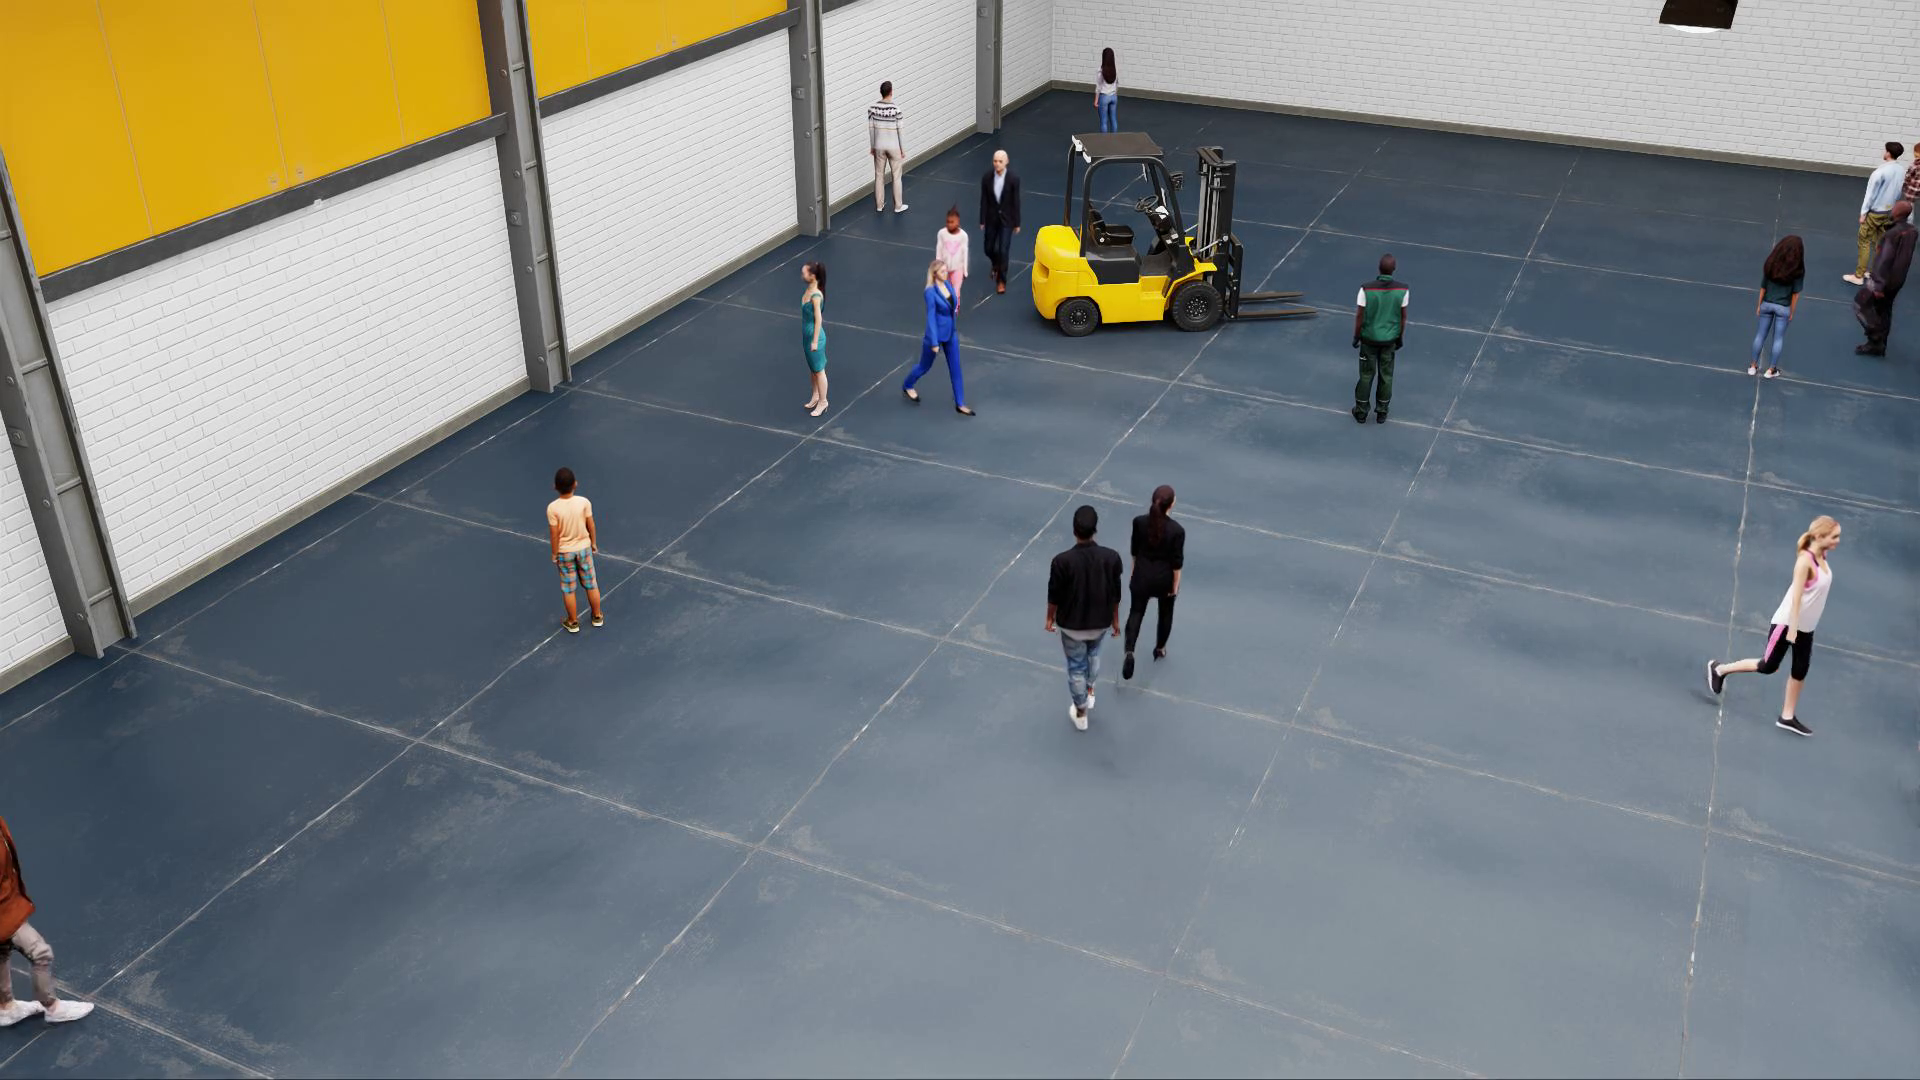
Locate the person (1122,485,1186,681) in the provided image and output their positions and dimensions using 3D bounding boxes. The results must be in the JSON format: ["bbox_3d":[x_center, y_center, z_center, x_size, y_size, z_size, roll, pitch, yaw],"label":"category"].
[{"bbox_3d":[1.491,0.356,13.064,0.628,1.640,0.979,11,31,20],"label":"person"}]

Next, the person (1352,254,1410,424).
[{"bbox_3d":[4.373,-2.100,17.358,0.766,1.839,0.736,2,29,4],"label":"person"}]

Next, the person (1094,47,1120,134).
[{"bbox_3d":[2.375,-7.074,26.692,0.623,1.632,0.733,-17,33,-28],"label":"person"}]

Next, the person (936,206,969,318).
[{"bbox_3d":[-0.079,-3.303,19.992,0.645,1.428,0.962,8,30,14],"label":"person"}]

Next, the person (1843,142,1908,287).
[{"bbox_3d":[11.690,-4.156,21.160,0.746,1.807,0.807,-10,30,-18],"label":"person"}]

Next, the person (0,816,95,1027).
[{"bbox_3d":[-5.694,2.126,9.625,0.982,1.825,0.922,-14,32,-24],"label":"person"}]

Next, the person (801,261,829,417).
[{"bbox_3d":[-1.543,-2.138,17.580,0.670,1.692,0.607,-9,30,-17],"label":"person"}]

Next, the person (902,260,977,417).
[{"bbox_3d":[-0.303,-2.145,17.625,0.839,1.661,1.143,19,34,31],"label":"person"}]

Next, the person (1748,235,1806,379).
[{"bbox_3d":[9.092,-2.604,18.515,0.659,1.616,0.667,23,36,35],"label":"person"}]

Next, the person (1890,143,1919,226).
[{"bbox_3d":[13.186,-4.801,22.886,0.752,1.287,0.807,-11,31,-20],"label":"person"}]

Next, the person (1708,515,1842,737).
[{"bbox_3d":[6.162,0.602,12.480,1.104,1.767,0.975,-22,36,-35],"label":"person"}]

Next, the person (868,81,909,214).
[{"bbox_3d":[-1.040,-5.624,23.794,0.717,1.862,0.620,8,30,14],"label":"person"}]

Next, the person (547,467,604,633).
[{"bbox_3d":[-3.197,0.077,13.761,0.579,1.461,0.661,-14,32,-24],"label":"person"}]

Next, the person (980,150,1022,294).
[{"bbox_3d":[0.520,-4.051,20.988,0.810,1.787,0.960,5,29,9],"label":"person"}]

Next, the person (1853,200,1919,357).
[{"bbox_3d":[10.642,-2.929,18.910,0.827,1.809,0.934,-19,34,-31],"label":"person"}]

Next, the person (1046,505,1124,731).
[{"bbox_3d":[0.949,0.627,12.400,0.886,1.799,0.936,-5,29,-9],"label":"person"}]
